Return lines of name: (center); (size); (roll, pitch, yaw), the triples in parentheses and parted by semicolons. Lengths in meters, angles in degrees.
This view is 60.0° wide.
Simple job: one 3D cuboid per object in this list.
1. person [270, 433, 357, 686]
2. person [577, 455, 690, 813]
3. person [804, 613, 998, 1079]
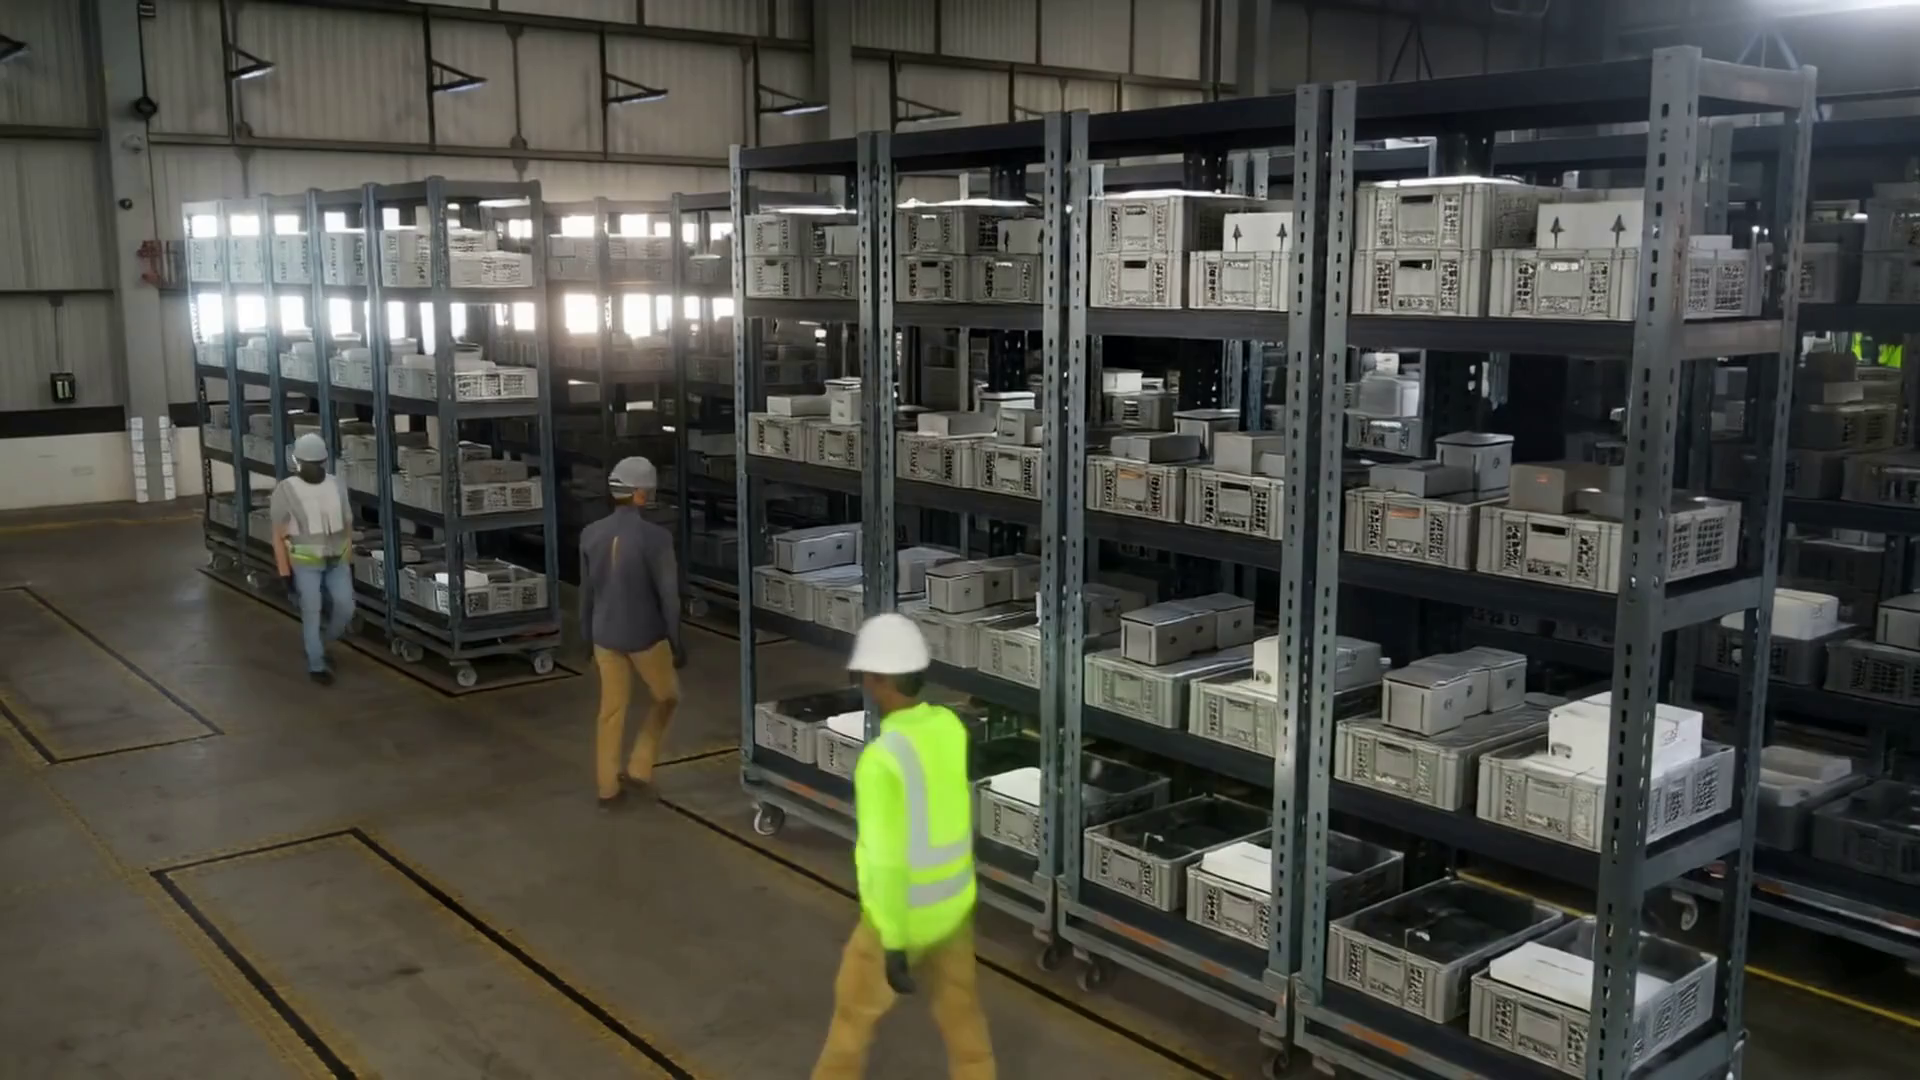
person: (-4.606, 0.138, 11.914); (0.428, 1.824, 0.608); (8, 12, 40)
person: (-1.804, 0.524, 9.141); (0.634, 1.969, 0.456); (4, 10, 22)
person: (-0.258, 1.170, 5.470); (0.983, 1.896, 0.606); (6, 11, 32)
